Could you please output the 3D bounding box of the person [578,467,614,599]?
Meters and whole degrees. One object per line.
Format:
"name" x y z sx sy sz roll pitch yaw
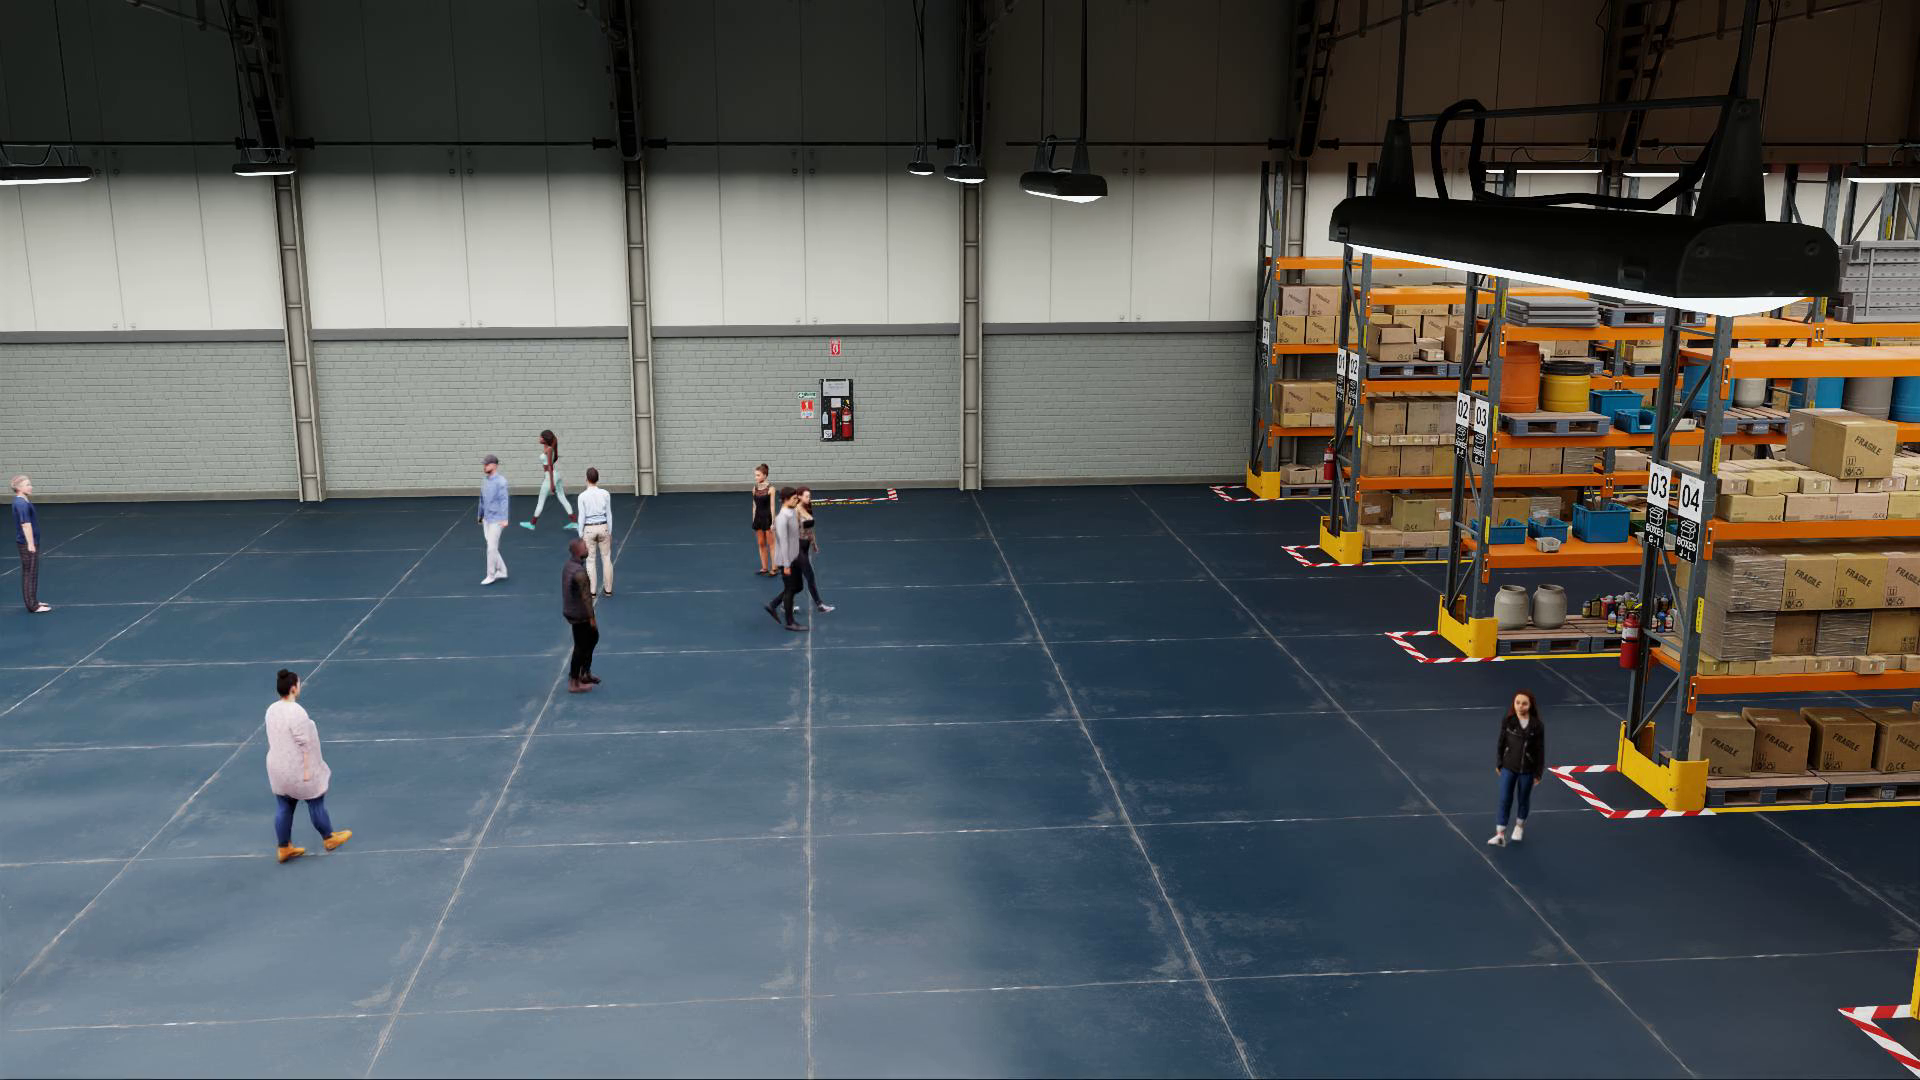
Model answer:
"person" -5.133 -0.107 23.422 0.678 1.848 0.795 -7 15 -28

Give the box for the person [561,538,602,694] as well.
"person" -4.480 0.881 19.208 0.795 1.823 0.814 -6 14 -24

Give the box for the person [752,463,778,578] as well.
"person" -2.875 -0.299 24.625 0.680 1.679 0.756 8 15 32

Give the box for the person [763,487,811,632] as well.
"person" -2.346 0.245 21.773 0.996 1.905 0.888 2 13 8

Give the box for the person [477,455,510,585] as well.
"person" -6.770 -0.314 24.260 0.877 1.874 0.937 13 18 43

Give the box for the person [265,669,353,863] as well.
"person" -5.916 2.000 14.592 0.991 1.727 1.037 9 16 33

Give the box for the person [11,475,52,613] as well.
"person" -12.744 0.042 22.730 0.707 1.870 0.741 -7 15 -29

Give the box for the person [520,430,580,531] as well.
"person" -6.654 -0.945 27.427 1.161 1.673 0.581 -1 13 -5

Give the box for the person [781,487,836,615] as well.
"person" -2.230 0.156 22.556 1.155 1.727 0.887 4 14 17

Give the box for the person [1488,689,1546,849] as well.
"person" 5.075 2.035 15.034 0.914 1.460 0.927 8 15 30
